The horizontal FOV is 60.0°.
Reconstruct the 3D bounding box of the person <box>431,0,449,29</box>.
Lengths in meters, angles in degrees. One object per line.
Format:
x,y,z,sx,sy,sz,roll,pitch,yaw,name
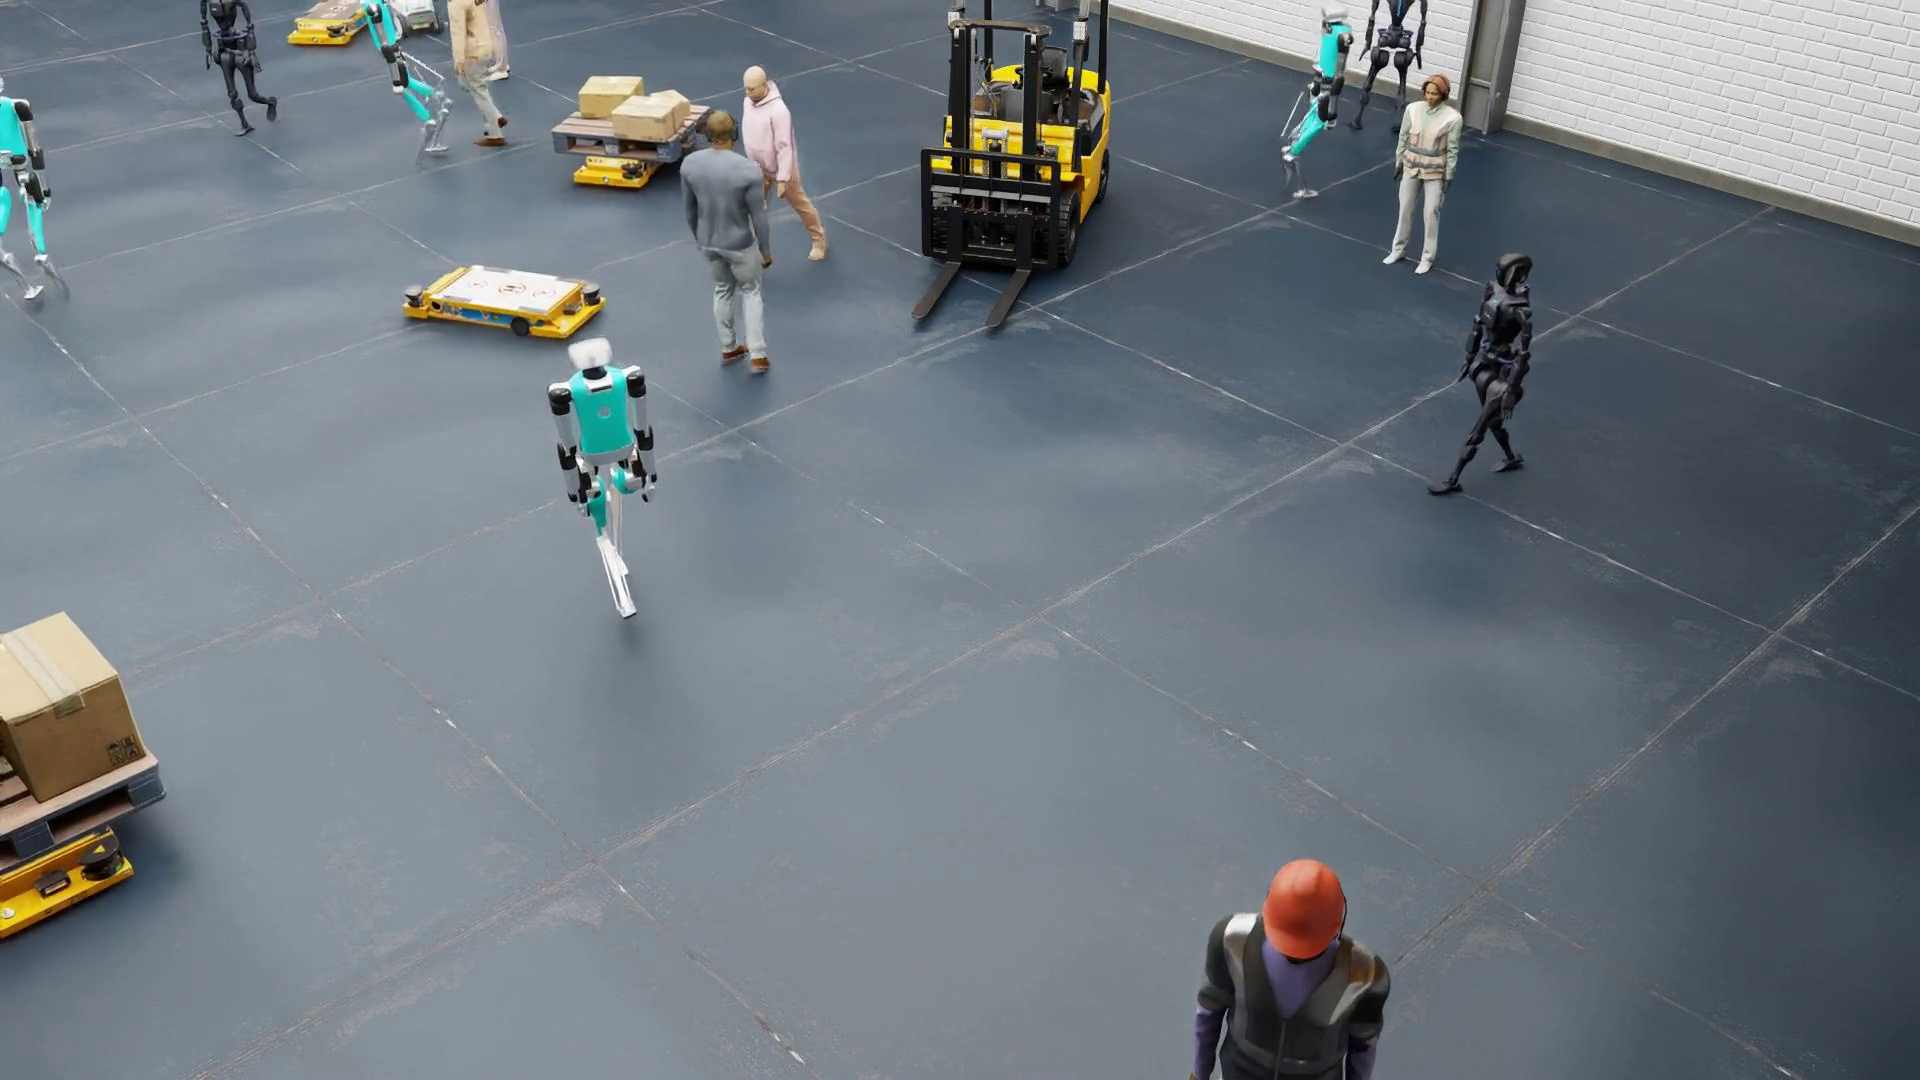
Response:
-6.256,-6.886,19.366,0.798,1.777,1.037,-19,38,-27,person

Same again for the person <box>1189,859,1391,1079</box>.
1.083,1.862,5.690,0.613,2.038,0.393,11,35,16,person

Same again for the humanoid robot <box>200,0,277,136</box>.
-7.098,-4.841,16.329,0.601,1.636,0.536,7,34,10,humanoid robot

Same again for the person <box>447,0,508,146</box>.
-4.681,-4.686,15.924,0.454,1.859,0.572,-2,33,-3,person

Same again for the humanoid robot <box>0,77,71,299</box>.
-7.359,-2.604,12.865,0.534,1.815,0.788,-4,33,-7,humanoid robot

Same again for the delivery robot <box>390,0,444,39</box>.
-6.407,-6.211,19.464,0.499,0.602,0.801,-19,38,-26,delivery robot

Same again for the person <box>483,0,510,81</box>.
-5.066,-5.806,17.729,0.316,1.764,0.521,-4,33,-5,person

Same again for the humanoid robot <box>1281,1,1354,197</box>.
3.083,-3.808,14.759,0.637,1.865,0.548,-5,33,-8,humanoid robot

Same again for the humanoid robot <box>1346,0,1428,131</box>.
4.226,-4.865,16.371,0.678,1.625,0.337,6,34,10,humanoid robot

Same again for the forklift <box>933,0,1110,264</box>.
0.570,-3.725,14.138,1.214,2.155,2.313,9,34,13,forklift

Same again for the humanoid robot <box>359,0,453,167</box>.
-5.078,-4.350,15.535,0.775,1.809,0.530,-10,34,-15,humanoid robot

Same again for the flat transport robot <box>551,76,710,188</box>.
-3.103,-3.720,15.891,0.659,0.231,1.431,7,34,11,flat transport robot

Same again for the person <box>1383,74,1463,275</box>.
3.770,-2.975,13.497,0.519,1.632,0.313,25,41,33,person

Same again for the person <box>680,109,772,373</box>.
-1.660,-2.126,11.934,0.659,1.918,0.406,11,35,17,person

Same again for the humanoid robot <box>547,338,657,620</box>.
-2.032,-0.410,9.464,0.553,1.734,1.018,-14,36,-20,humanoid robot

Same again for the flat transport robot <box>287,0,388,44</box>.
-7.329,-6.134,19.601,0.659,0.231,1.431,2,33,3,flat transport robot

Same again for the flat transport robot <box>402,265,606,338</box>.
-3.580,-1.880,13.062,1.431,0.231,0.659,10,34,15,flat transport robot

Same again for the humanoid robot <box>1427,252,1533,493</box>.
3.411,-1.078,10.584,0.793,1.628,0.603,-10,34,-15,humanoid robot

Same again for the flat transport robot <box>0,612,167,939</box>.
-4.627,1.363,8.079,0.659,0.231,1.431,-28,42,-36,flat transport robot

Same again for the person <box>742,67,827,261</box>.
-1.523,-3.000,13.470,0.564,1.715,1.066,23,39,31,person
